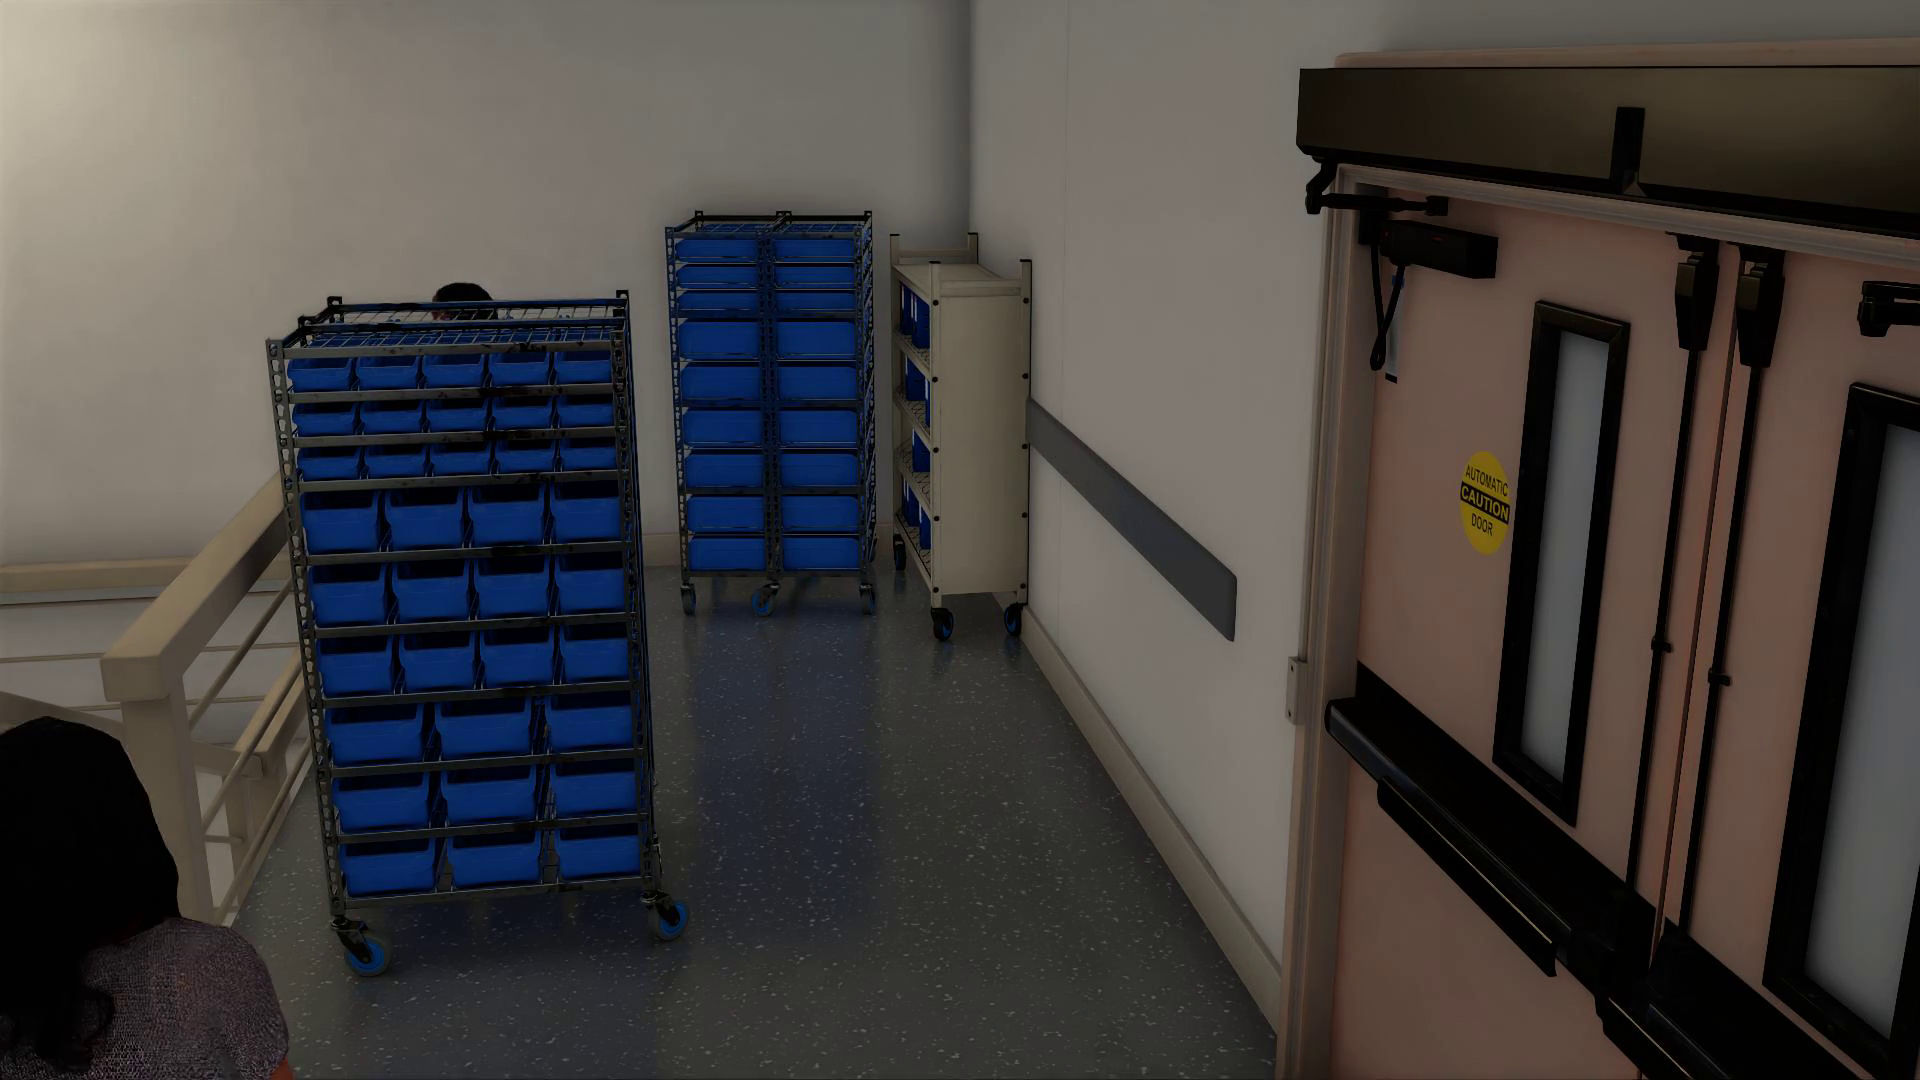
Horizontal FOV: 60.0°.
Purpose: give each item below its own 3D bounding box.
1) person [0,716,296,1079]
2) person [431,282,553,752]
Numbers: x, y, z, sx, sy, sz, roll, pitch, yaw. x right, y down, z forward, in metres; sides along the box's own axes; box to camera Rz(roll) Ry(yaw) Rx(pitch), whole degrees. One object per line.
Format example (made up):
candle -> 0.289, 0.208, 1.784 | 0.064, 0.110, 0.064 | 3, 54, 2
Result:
person -> -1.074, 1.036, 2.163 | 0.636, 1.580, 0.989 | -2, 16, -8
person -> -1.610, -0.023, 5.687 | 0.689, 1.706, 0.744 | 1, 16, 2
